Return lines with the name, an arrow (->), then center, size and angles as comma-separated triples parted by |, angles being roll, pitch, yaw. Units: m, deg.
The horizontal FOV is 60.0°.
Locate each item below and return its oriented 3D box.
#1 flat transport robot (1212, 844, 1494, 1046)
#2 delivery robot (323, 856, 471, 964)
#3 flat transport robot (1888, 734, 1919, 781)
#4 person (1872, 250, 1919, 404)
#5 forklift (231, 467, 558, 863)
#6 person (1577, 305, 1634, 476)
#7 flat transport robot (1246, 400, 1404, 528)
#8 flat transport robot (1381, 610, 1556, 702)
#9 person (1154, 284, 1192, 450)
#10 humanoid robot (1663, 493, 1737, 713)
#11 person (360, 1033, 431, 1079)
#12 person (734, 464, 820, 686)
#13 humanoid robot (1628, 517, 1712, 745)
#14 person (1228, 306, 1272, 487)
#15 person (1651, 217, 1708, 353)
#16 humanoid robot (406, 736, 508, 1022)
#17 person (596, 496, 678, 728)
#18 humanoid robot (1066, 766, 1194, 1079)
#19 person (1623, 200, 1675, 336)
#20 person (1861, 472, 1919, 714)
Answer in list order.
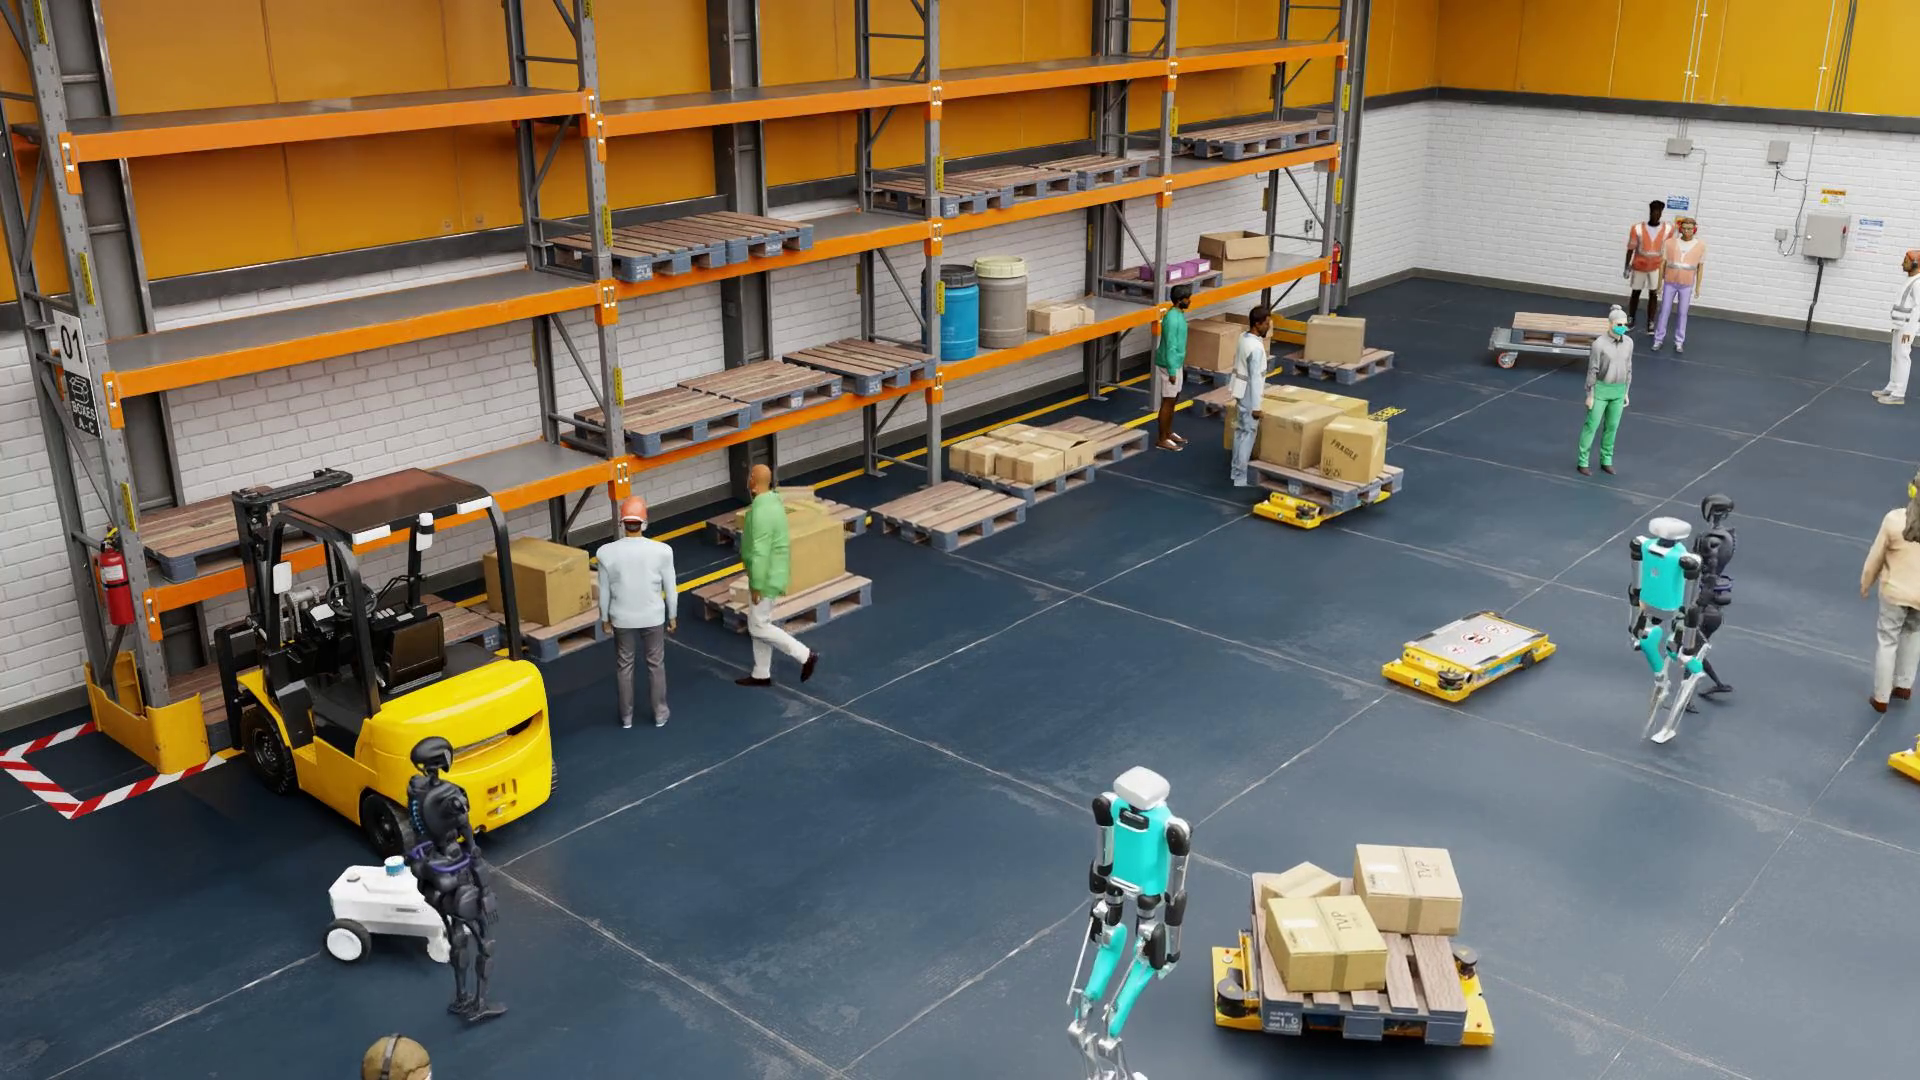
flat transport robot -> 2.098, 2.419, 8.996 | 1.431, 0.231, 0.659 | 2, 20, 6
delivery robot -> -3.205, 2.084, 9.484 | 0.784, 0.589, 0.499 | 2, 20, 7
flat transport robot -> 7.222, 1.493, 11.507 | 1.431, 0.231, 0.659 | -9, 22, -22
person -> 11.494, -2.594, 20.249 | 0.337, 1.882, 0.583 | 6, 21, 16
forklift -> -3.730, 0.710, 10.856 | 2.313, 2.155, 1.214 | 17, 26, 38
person -> 6.835, -1.577, 17.574 | 0.509, 1.838, 0.340 | -5, 21, -13
flat transport robot -> 3.647, -0.432, 16.723 | 1.431, 0.231, 0.659 | -18, 27, -40
flat transport robot -> 4.025, 0.902, 13.108 | 1.431, 0.231, 0.659 | -17, 26, -38
person -> 2.359, -1.930, 18.512 | 0.403, 1.843, 0.497 | 6, 21, 17
humanoid robot -> 5.581, 0.454, 12.309 | 0.454, 1.631, 0.597 | 9, 22, 22
person -> -2.033, 2.633, 6.036 | 0.383, 1.920, 0.635 | 2, 20, 6
person -> -1.409, 0.292, 12.630 | 0.605, 1.752, 0.570 | 0, 20, 1
humanoid robot -> 5.025, 0.694, 11.672 | 0.765, 1.854, 0.531 | -12, 23, -28
person -> 2.994, -1.481, 17.208 | 0.410, 1.907, 0.596 | -2, 20, -4
person -> 9.826, -3.487, 22.720 | 0.563, 1.847, 0.388 | 9, 22, 23
humanoid robot -> -2.667, 1.768, 8.725 | 0.600, 1.657, 0.350 | 16, 25, 36
person -> -2.324, 0.522, 12.008 | 0.572, 1.742, 0.352 | -3, 21, -9
humanoid robot -> 0.743, 1.979, 8.017 | 0.535, 1.763, 0.640 | 16, 25, 36
person -> 9.789, -3.869, 23.667 | 0.636, 1.923, 0.778 | 5, 21, 14
person -> 6.953, 0.379, 12.218 | 0.574, 1.864, 0.450 | 6, 21, 15
